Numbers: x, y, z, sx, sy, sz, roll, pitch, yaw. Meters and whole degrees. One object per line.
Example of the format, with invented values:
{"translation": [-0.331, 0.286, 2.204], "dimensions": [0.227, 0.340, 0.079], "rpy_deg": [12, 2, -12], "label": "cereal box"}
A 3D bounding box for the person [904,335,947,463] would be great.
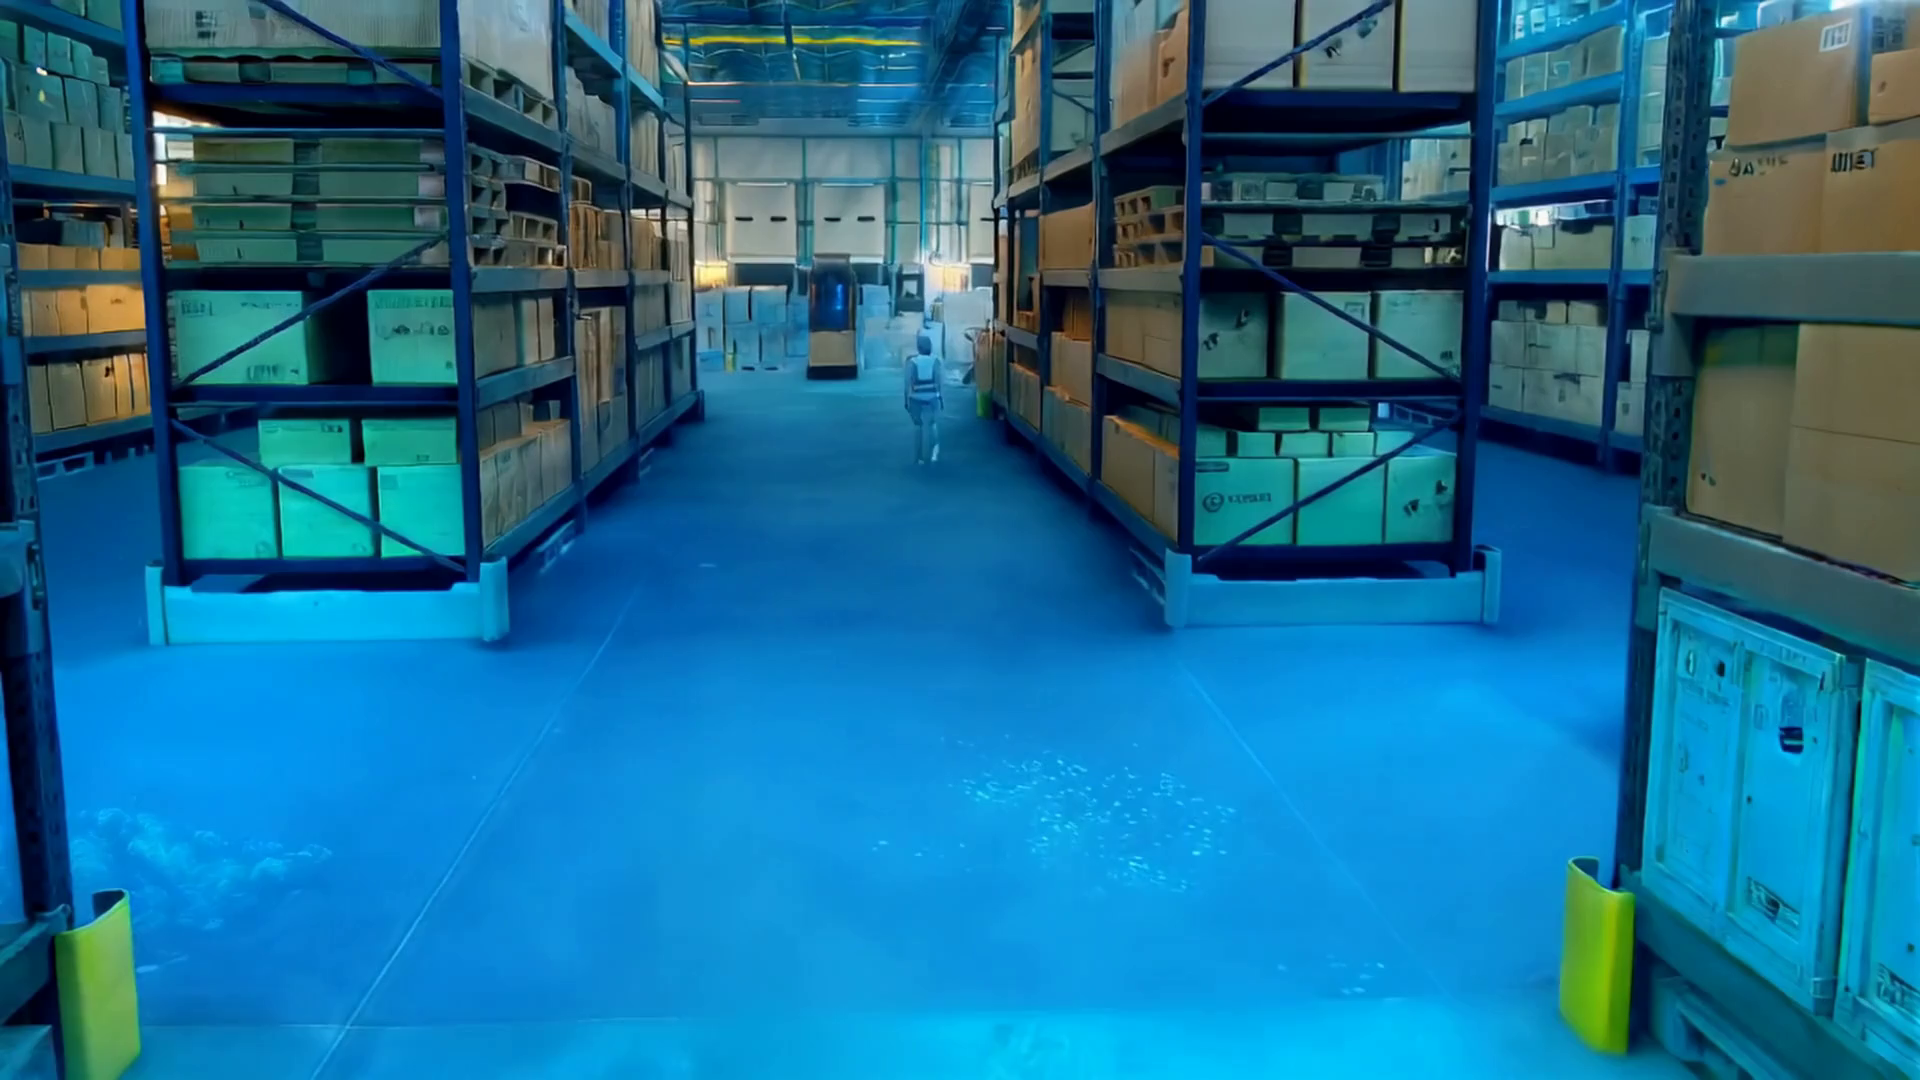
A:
{"translation": [-0.418, -1.738, 20.701], "dimensions": [0.529, 1.622, 0.551], "rpy_deg": [-1, 9, -9], "label": "person"}

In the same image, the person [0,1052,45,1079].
{"translation": [-0.935, 1.301, 1.647], "dimensions": [0.426, 1.605, 0.535], "rpy_deg": [-2, 9, -9], "label": "person"}

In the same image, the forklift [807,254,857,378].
{"translation": [-2.943, -5.146, 38.143], "dimensions": [1.129, 2.768, 1.873], "rpy_deg": [-1, 9, -4], "label": "forklift"}

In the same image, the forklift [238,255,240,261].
{"translation": [-16.186, -5.157, 38.210], "dimensions": [1.129, 2.768, 1.873], "rpy_deg": [-1, 9, -4], "label": "forklift"}

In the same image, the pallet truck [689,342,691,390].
{"translation": [-5.225, -3.008, 27.480], "dimensions": [1.885, 1.965, 0.823], "rpy_deg": [2, 9, 14], "label": "pallet truck"}

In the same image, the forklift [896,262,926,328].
{"translation": [-1.780, -8.547, 59.499], "dimensions": [1.129, 2.768, 1.873], "rpy_deg": [-1, 9, -4], "label": "forklift"}
